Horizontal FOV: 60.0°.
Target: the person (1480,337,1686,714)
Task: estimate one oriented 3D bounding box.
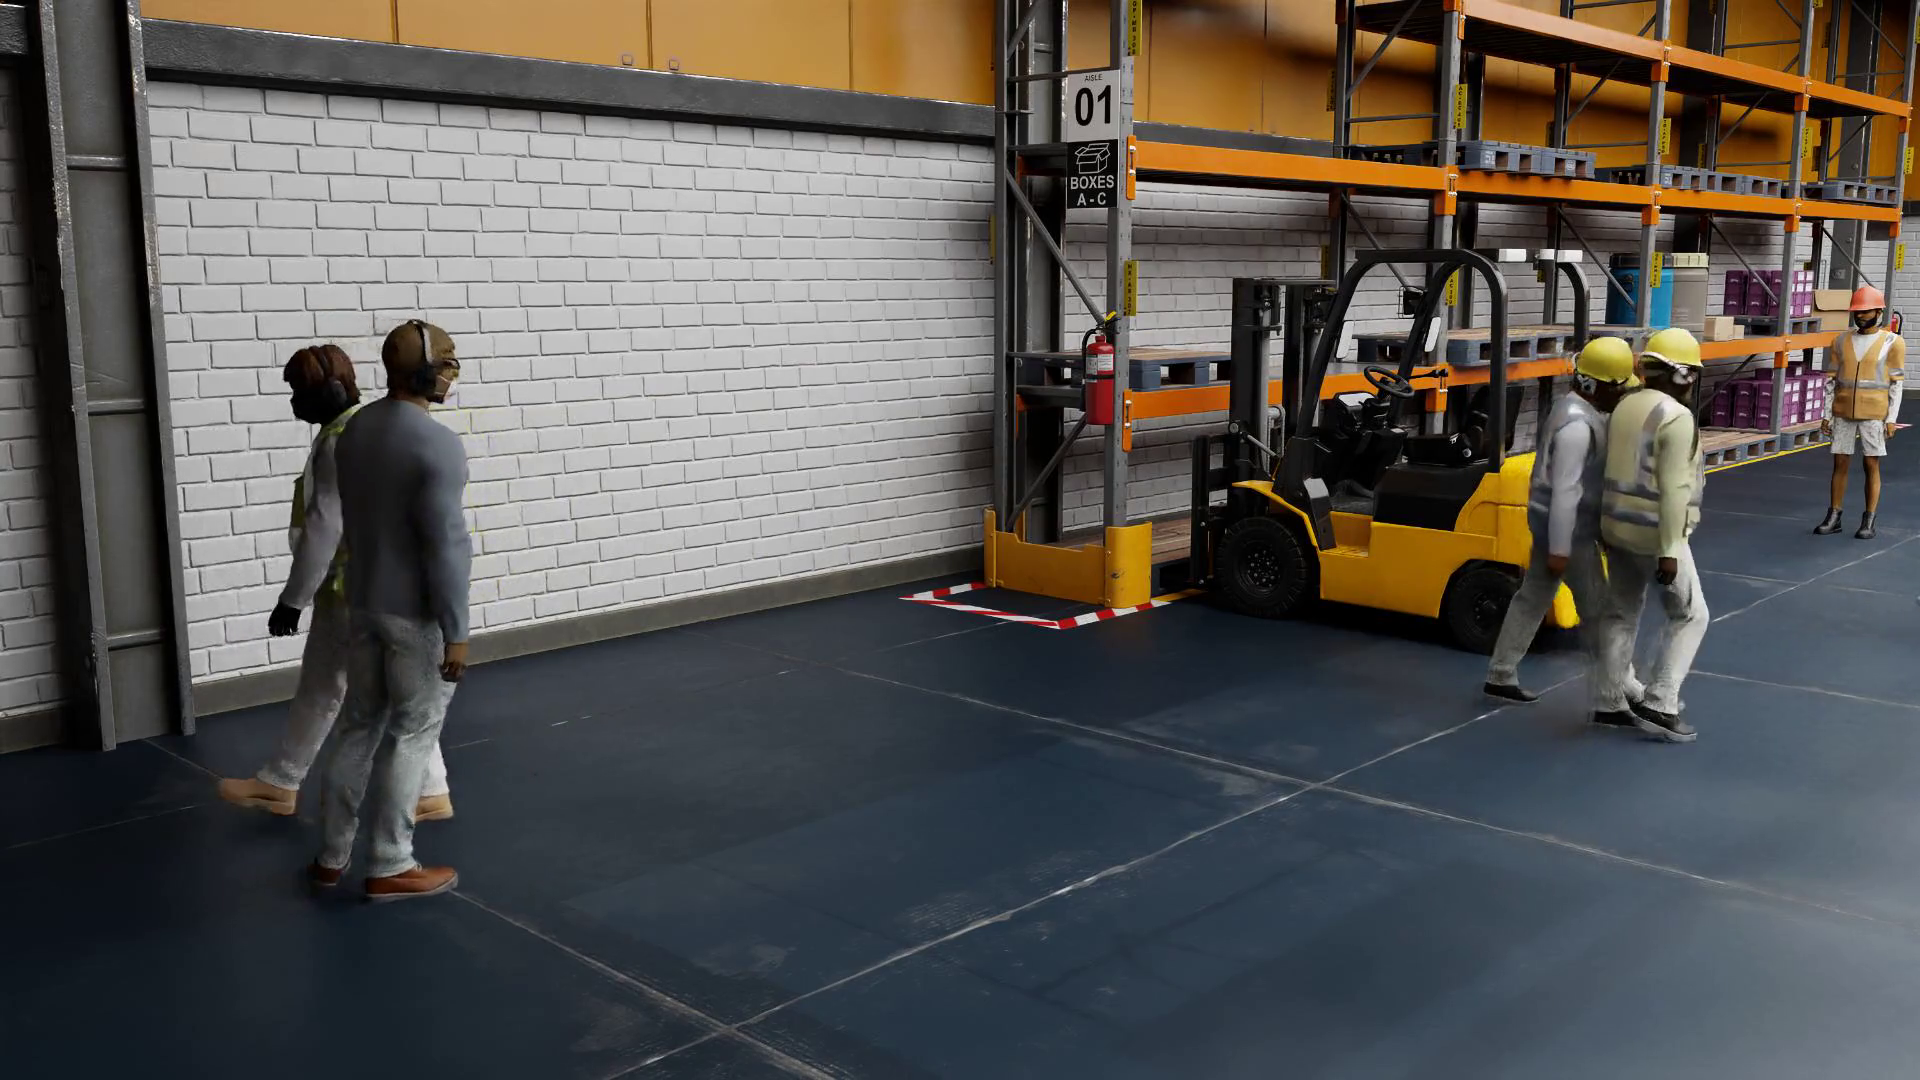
[{"bbox_3d":[2.844,-0.037,7.586,0.890,1.767,0.587,3,10,17],"label":"person"}]

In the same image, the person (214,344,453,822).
[{"bbox_3d":[-2.336,0.191,6.100,0.899,1.792,0.621,-3,10,-20],"label":"person"}]

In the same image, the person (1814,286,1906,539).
[{"bbox_3d":[6.929,-0.977,12.817,0.357,1.936,0.551,-9,13,-42],"label":"person"}]

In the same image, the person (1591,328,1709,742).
[{"bbox_3d":[3.080,-0.020,7.331,0.499,1.805,0.617,-1,9,-9],"label":"person"}]

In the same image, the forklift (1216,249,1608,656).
[{"bbox_3d":[2.710,-0.584,9.626,2.313,2.155,1.214,9,13,43],"label":"forklift"}]

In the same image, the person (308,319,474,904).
[{"bbox_3d":[-1.854,0.240,5.438,0.734,1.912,0.481,6,11,34],"label":"person"}]
